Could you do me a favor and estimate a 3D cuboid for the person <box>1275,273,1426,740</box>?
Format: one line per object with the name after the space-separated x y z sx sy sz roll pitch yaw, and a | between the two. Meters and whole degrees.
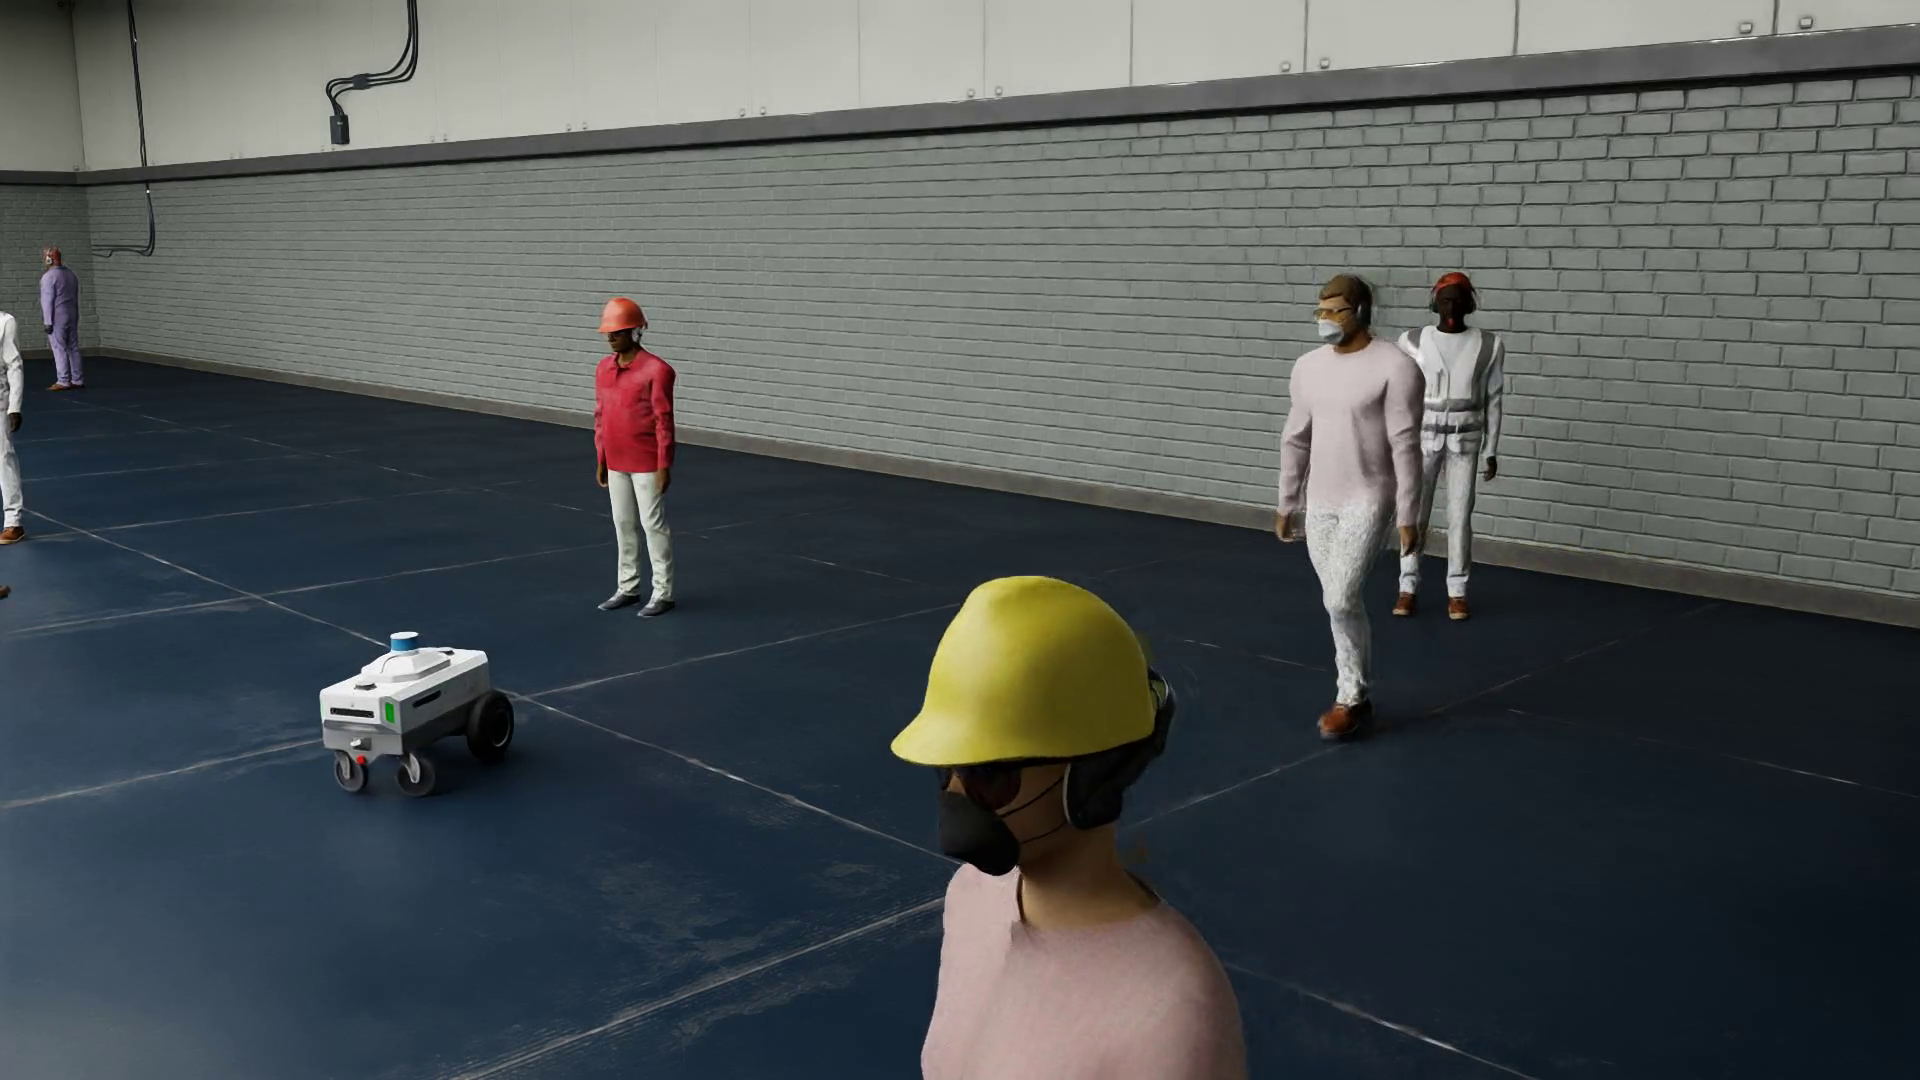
1.560 -0.127 6.854 0.596 1.917 0.656 -8 13 -36 | person

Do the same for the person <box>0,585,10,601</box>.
-5.349 -0.424 8.652 0.648 1.857 0.956 5 12 26 | person

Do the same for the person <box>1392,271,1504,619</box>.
2.626 -0.506 9.028 0.584 1.883 0.337 3 11 15 | person

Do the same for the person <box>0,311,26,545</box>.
-6.585 -0.899 11.181 0.572 1.882 0.356 0 10 3 | person

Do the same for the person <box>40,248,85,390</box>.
-12.154 -2.971 22.442 0.403 1.899 0.644 1 10 5 | person

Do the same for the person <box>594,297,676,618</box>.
-1.800 -0.449 9.104 0.569 1.744 0.351 7 13 35 | person

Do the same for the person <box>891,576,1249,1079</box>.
0.152 0.890 1.766 0.606 1.751 0.534 -5 12 -27 | person

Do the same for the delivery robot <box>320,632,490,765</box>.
-2.121 0.597 6.387 0.477 0.478 0.707 3 11 15 | delivery robot
